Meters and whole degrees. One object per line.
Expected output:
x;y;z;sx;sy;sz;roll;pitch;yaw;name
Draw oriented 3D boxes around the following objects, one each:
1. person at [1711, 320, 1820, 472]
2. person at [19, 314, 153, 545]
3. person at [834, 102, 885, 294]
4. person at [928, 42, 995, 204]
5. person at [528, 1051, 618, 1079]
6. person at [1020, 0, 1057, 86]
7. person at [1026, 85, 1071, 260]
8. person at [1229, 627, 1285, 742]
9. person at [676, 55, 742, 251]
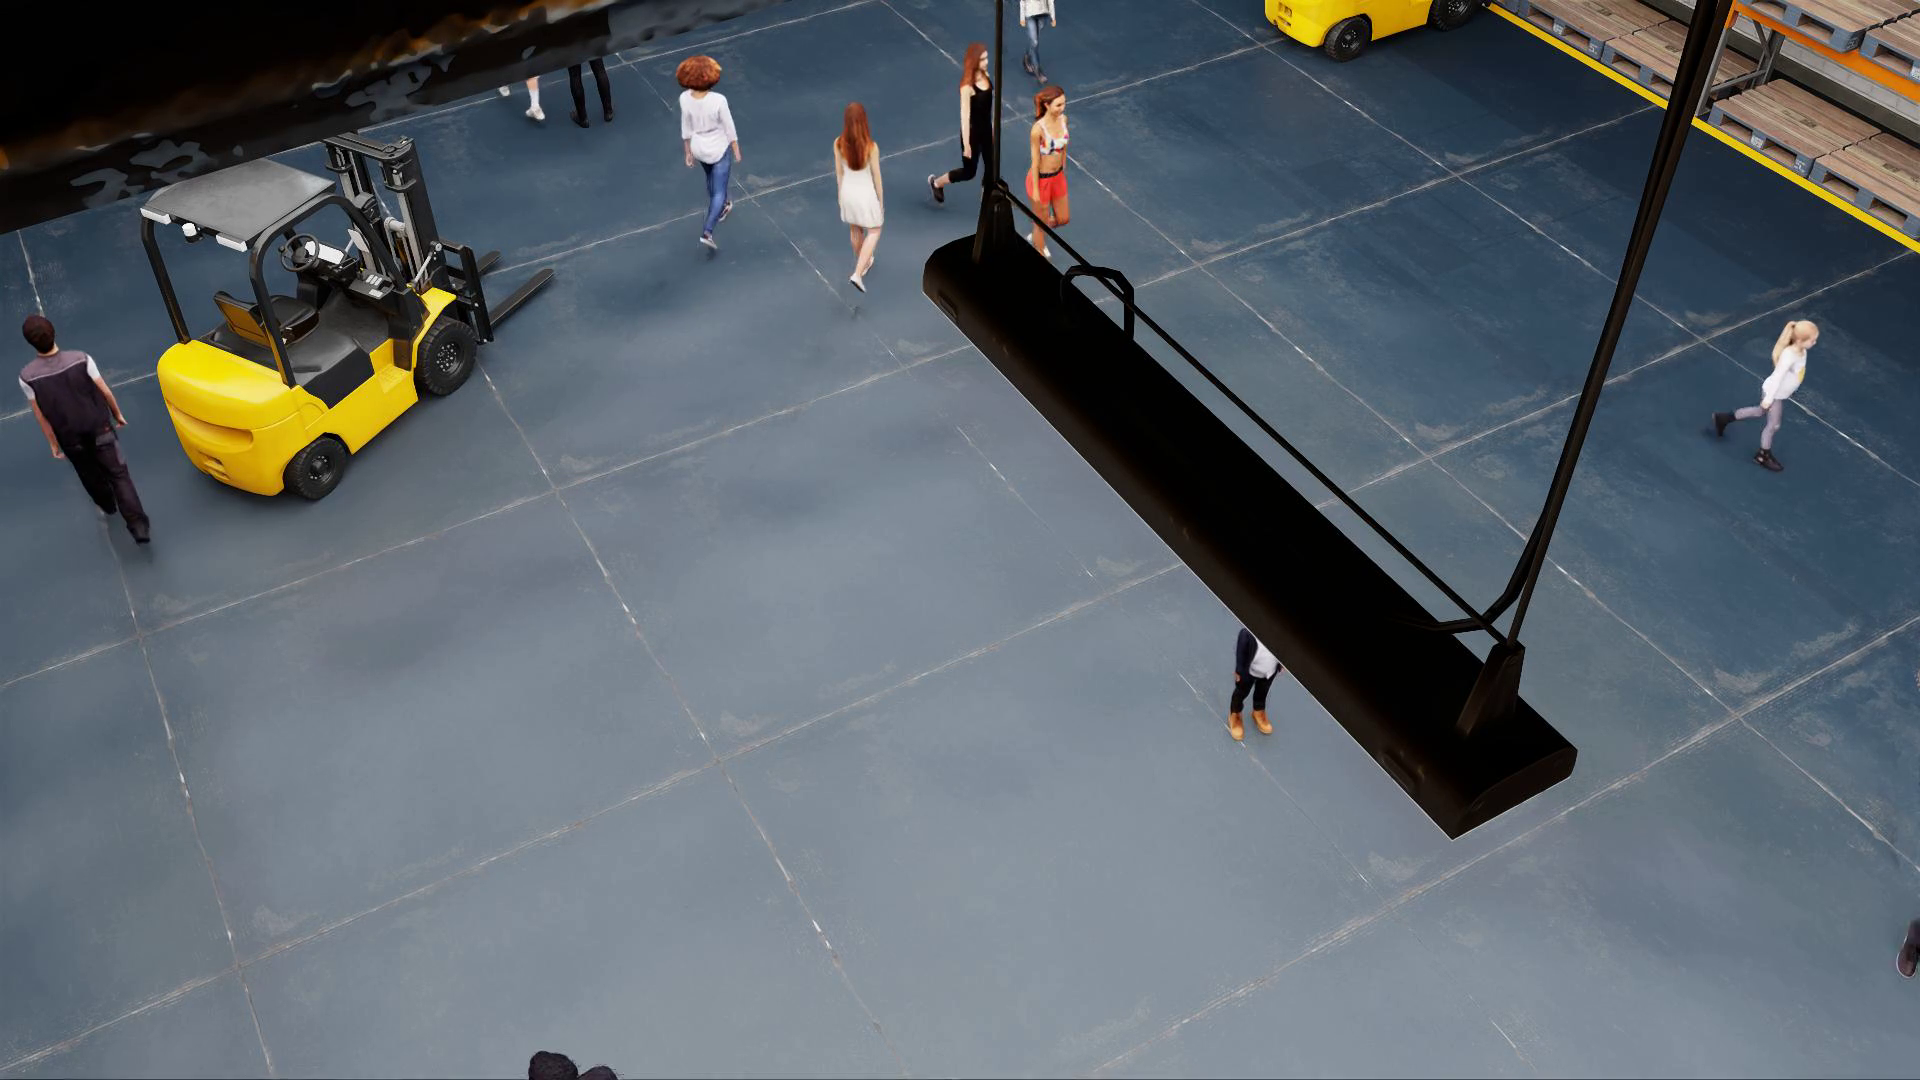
6.025;-1.133;12.410;0.921;1.261;0.691;29;51;27;person
-6.072;-0.721;11.575;0.667;1.816;1.126;-22;48;-22;person
-0.858;-2.823;13.869;0.956;1.695;0.997;12;45;13;person
0.079;-3.584;14.662;1.109;1.704;0.877;24;49;23;person
-1.655;2.950;7.683;0.983;1.869;0.893;25;49;24;person
0.738;-5.303;16.765;0.502;1.292;0.865;-19;47;-19;person
0.673;-3.059;14.055;0.629;1.781;0.701;-29;51;-27;person
1.885;0.749;10.459;0.559;1.227;0.577;-9;44;-10;person
-2.191;-3.342;14.419;1.116;1.689;1.113;15;46;16;person
